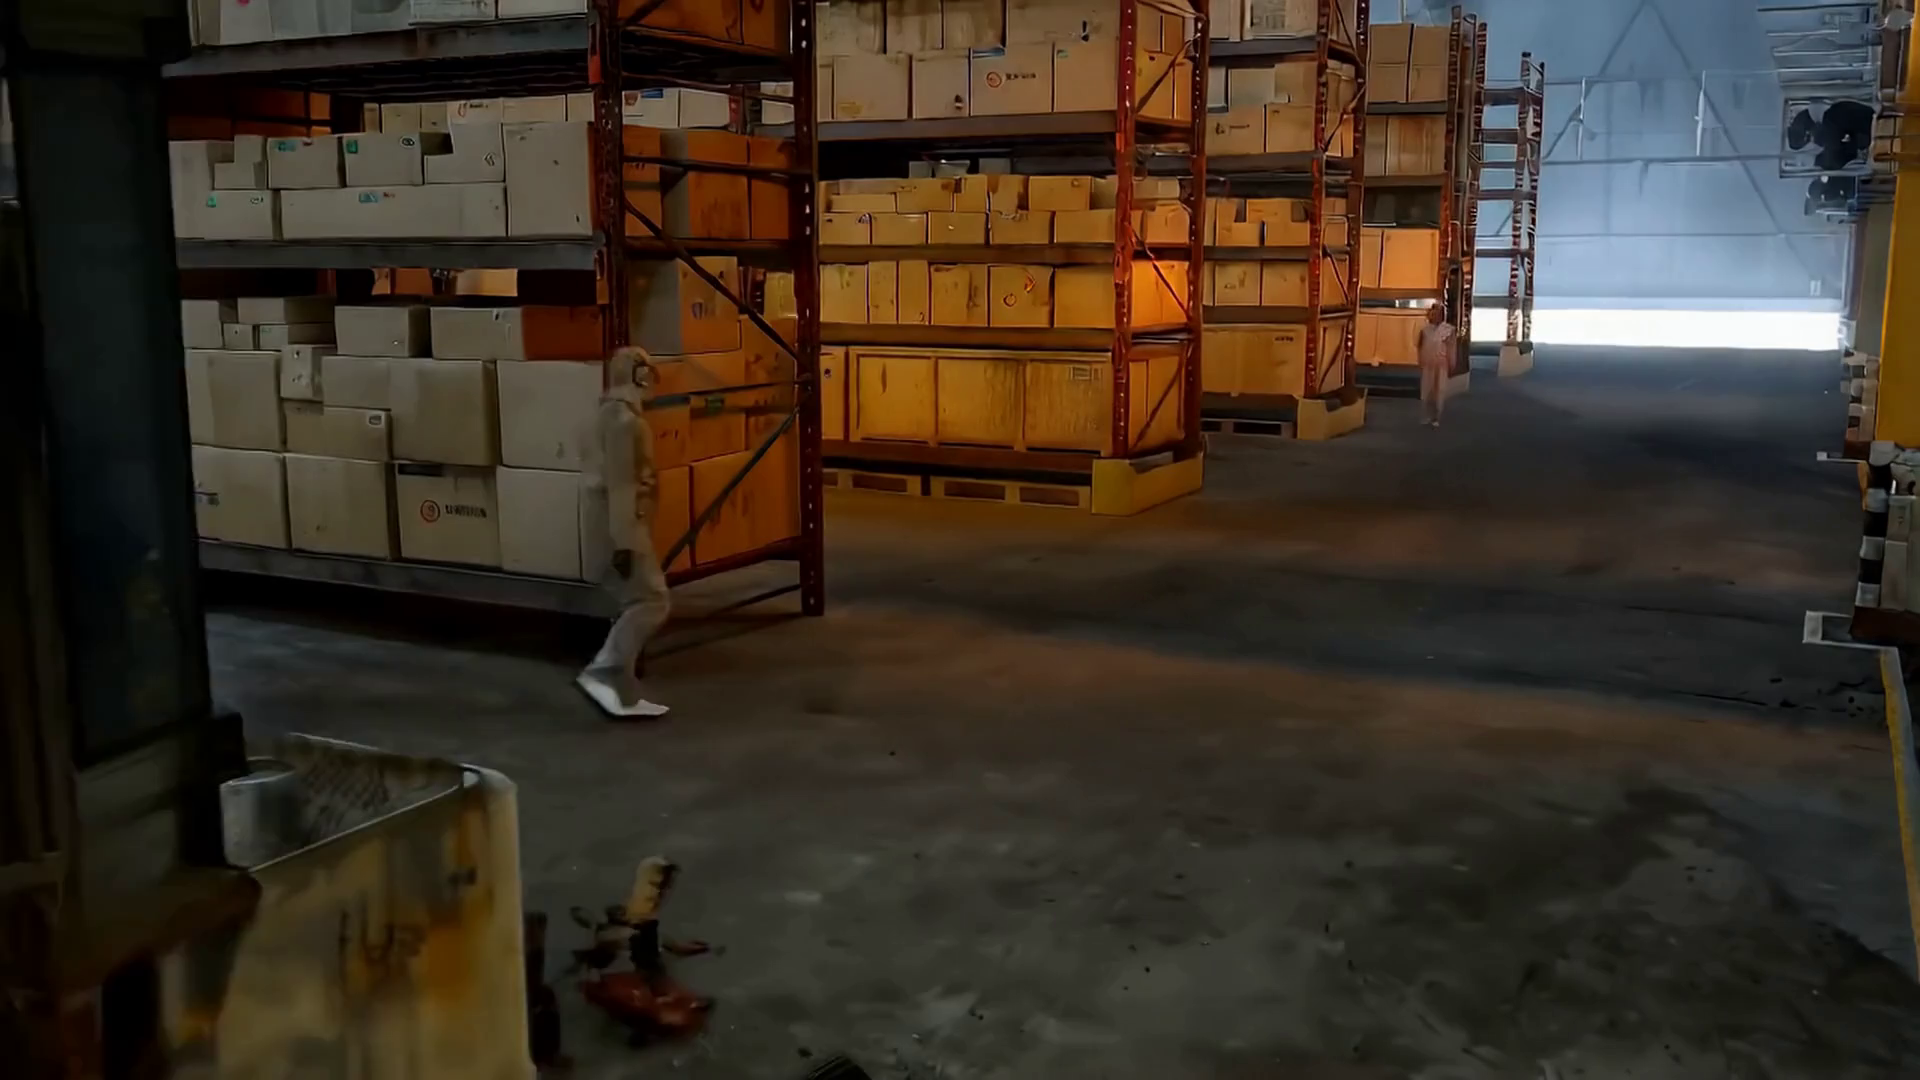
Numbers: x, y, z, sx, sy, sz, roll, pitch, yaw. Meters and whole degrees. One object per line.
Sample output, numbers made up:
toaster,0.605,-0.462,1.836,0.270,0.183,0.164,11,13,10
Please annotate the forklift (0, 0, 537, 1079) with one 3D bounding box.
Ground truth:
forklift,-1.907,0.322,3.384,1.129,2.768,1.873,5,11,27

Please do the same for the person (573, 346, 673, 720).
person,-1.665,-0.025,8.289,0.441,1.870,0.716,-4,10,-20

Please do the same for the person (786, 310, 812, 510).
person,-1.398,-1.146,14.944,0.610,1.815,0.620,4,11,24

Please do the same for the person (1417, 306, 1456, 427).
person,6.362,-2.310,22.272,0.517,1.623,0.496,4,11,23
